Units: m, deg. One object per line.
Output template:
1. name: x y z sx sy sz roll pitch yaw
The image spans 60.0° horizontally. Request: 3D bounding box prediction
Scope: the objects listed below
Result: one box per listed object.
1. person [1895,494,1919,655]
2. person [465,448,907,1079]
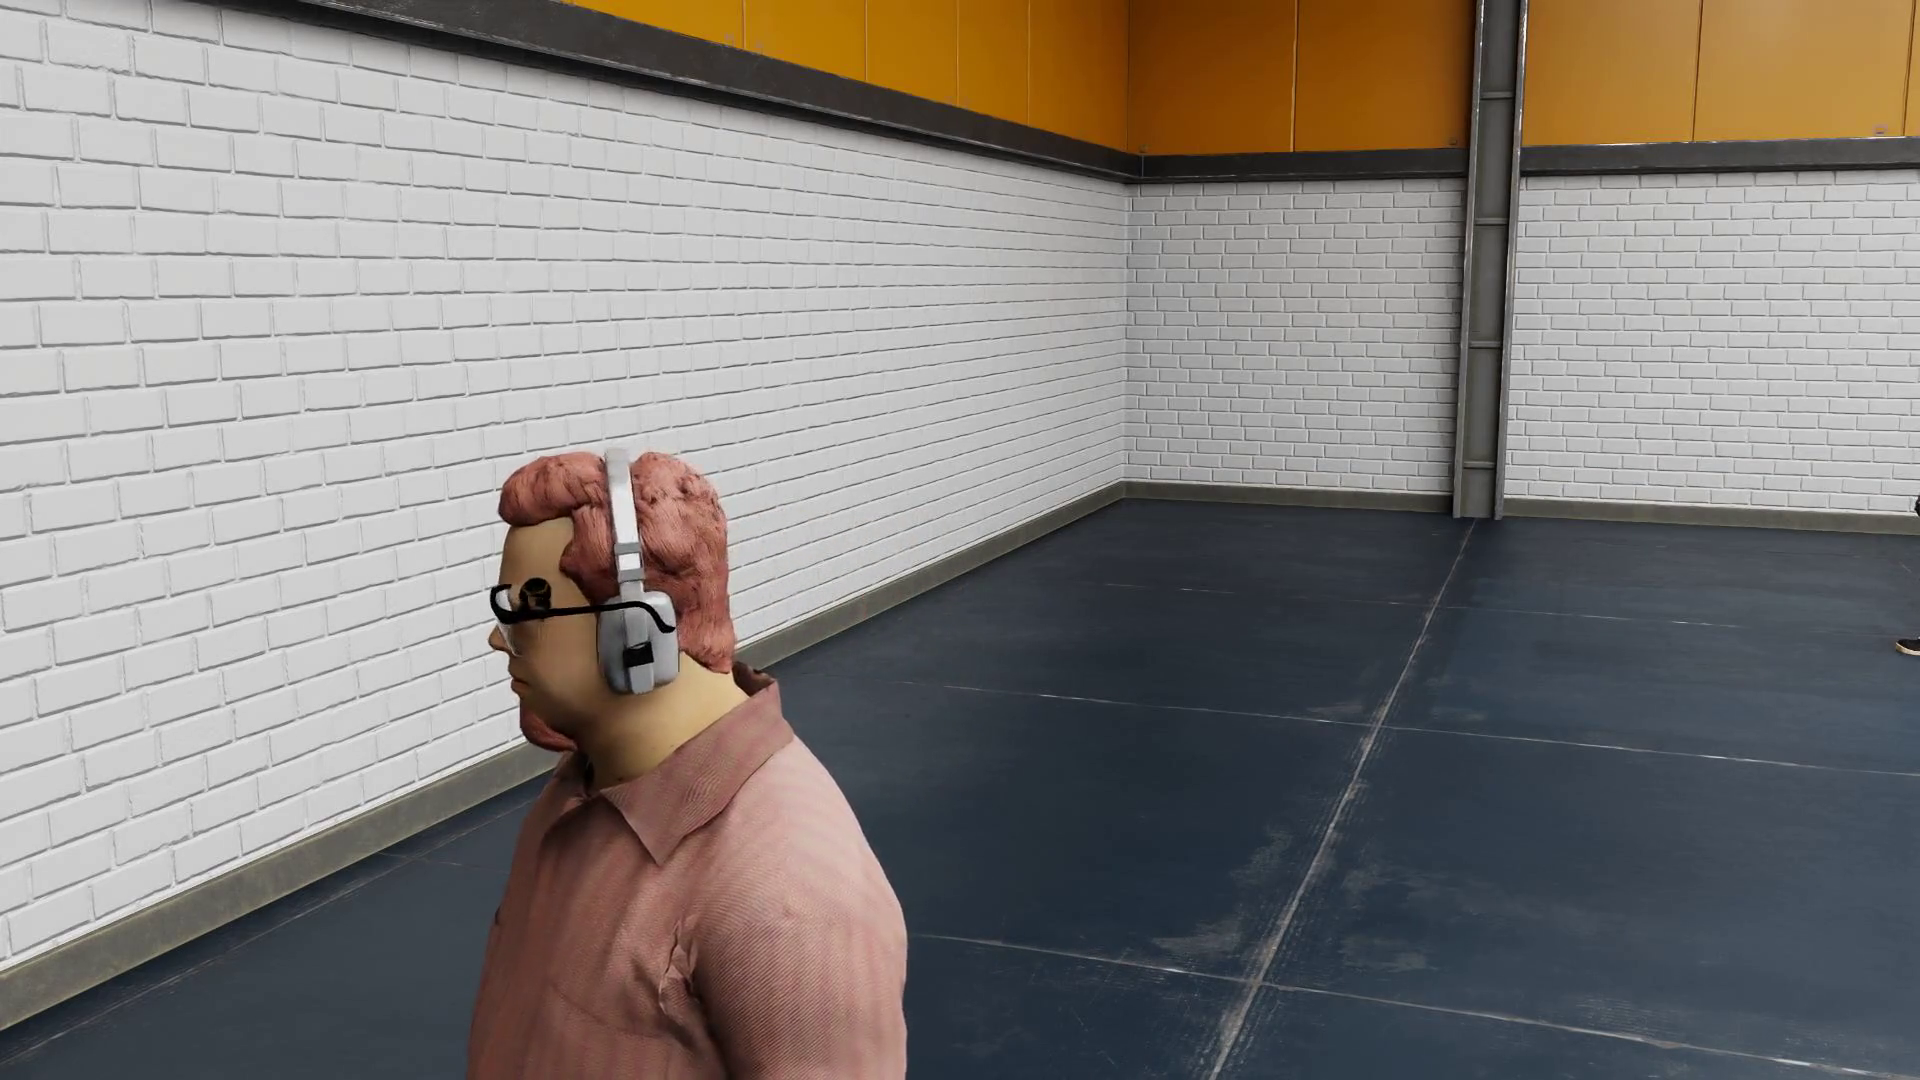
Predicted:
1. person: 5.406 -0.337 9.009 0.606 1.966 0.367 -6 11 -34
2. person: -0.317 0.851 1.745 0.401 1.904 0.651 -5 10 -30
